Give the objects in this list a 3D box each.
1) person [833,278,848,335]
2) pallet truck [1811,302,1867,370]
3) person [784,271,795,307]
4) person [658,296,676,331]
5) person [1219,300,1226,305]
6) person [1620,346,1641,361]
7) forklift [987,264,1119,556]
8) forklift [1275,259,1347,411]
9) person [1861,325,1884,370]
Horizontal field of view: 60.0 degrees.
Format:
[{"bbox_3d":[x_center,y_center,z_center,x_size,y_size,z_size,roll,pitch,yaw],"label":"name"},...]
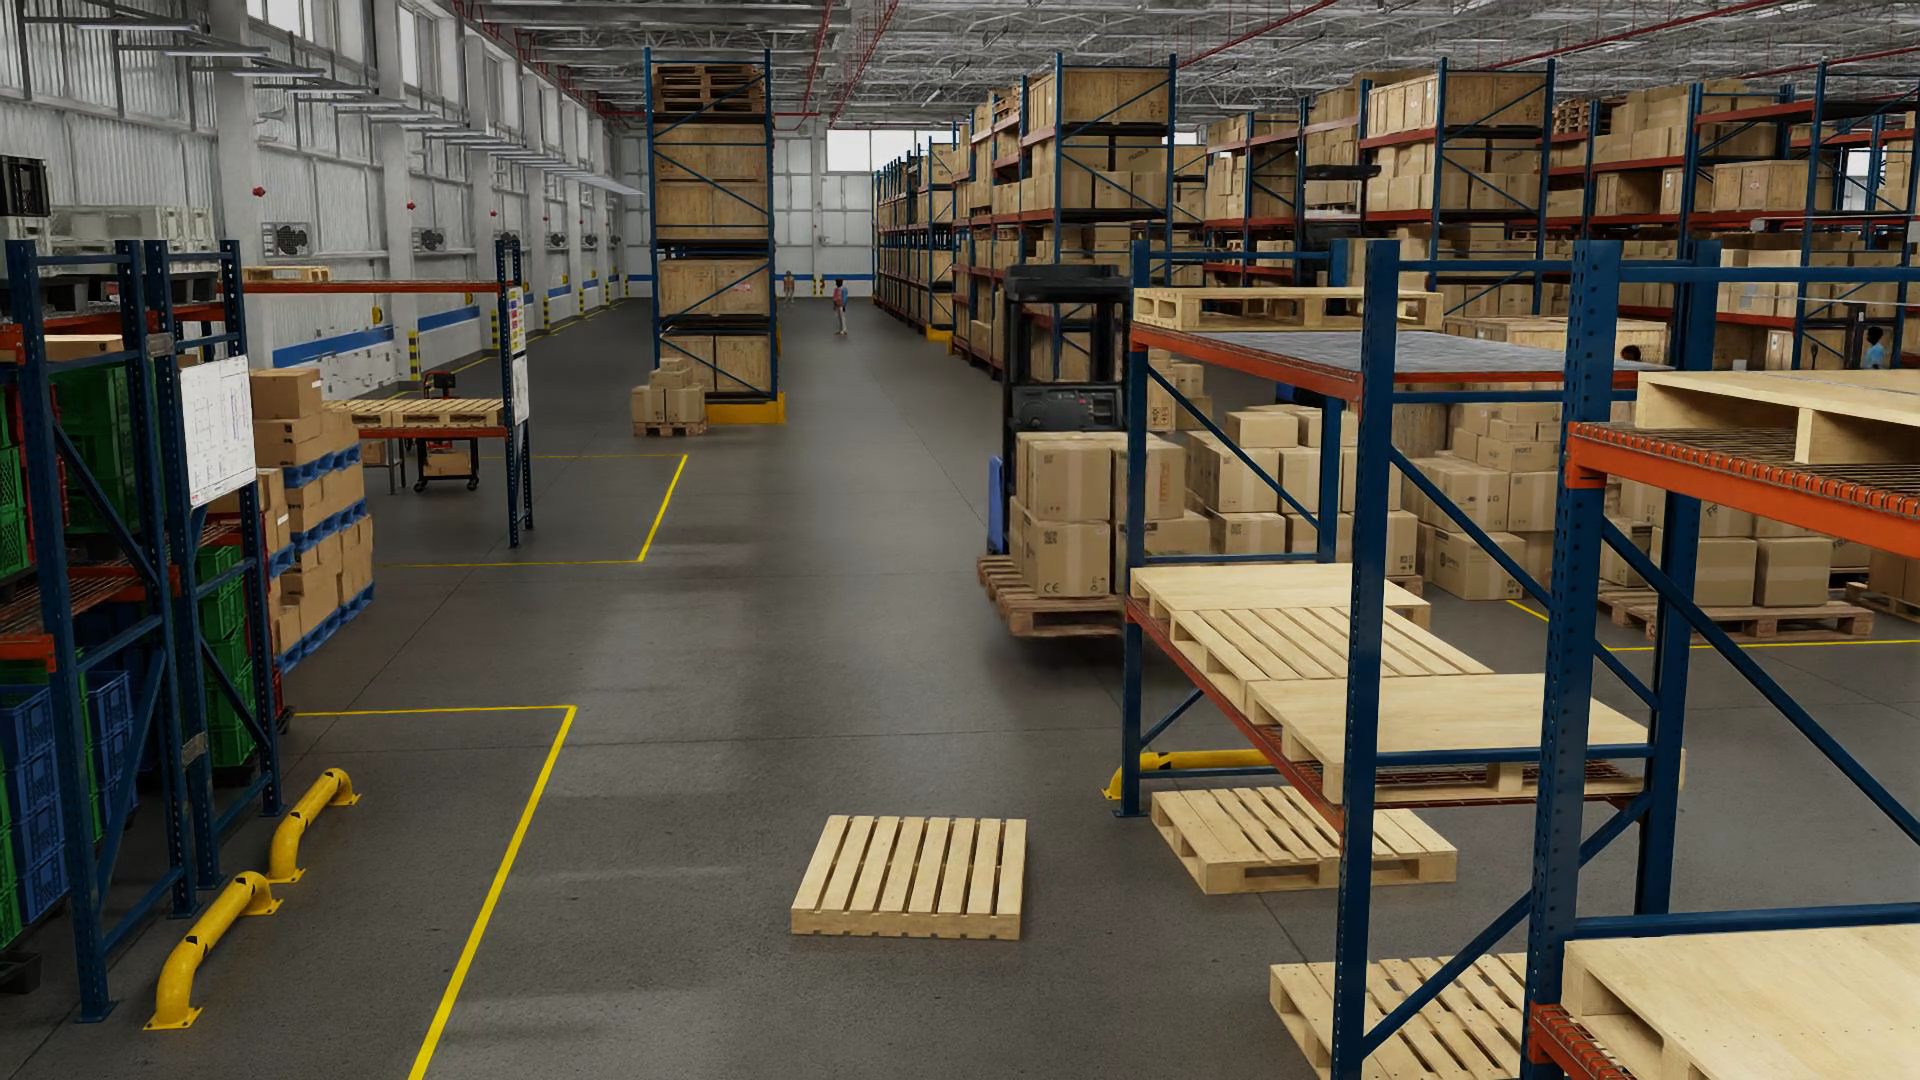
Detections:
[{"bbox_3d":[-3.869,-7.522,53.532,0.430,1.838,0.626,-8,13,-37],"label":"person"},{"bbox_3d":[15.846,-3.142,28.793,1.885,1.965,0.823,2,10,12],"label":"pallet truck"},{"bbox_3d":[-7.767,-11.406,75.569,0.514,1.642,0.314,2,10,10],"label":"person"},{"bbox_3d":[-7.668,-5.812,43.800,0.593,1.922,0.392,-3,11,-16],"label":"person"},{"bbox_3d":[9.486,-8.502,59.152,0.559,1.747,0.412,1,10,4],"label":"person"},{"bbox_3d":[7.235,-1.176,18.214,0.938,1.876,0.624,-5,11,-24],"label":"person"},{"bbox_3d":[0.863,-0.982,14.375,1.129,2.768,1.873,-1,10,-6],"label":"forklift"},{"bbox_3d":[6.125,-3.463,28.124,1.129,2.768,1.873,-1,10,-6],"label":"forklift"},{"bbox_3d":[14.521,-2.568,26.470,0.394,1.697,0.578,3,11,15],"label":"person"}]
